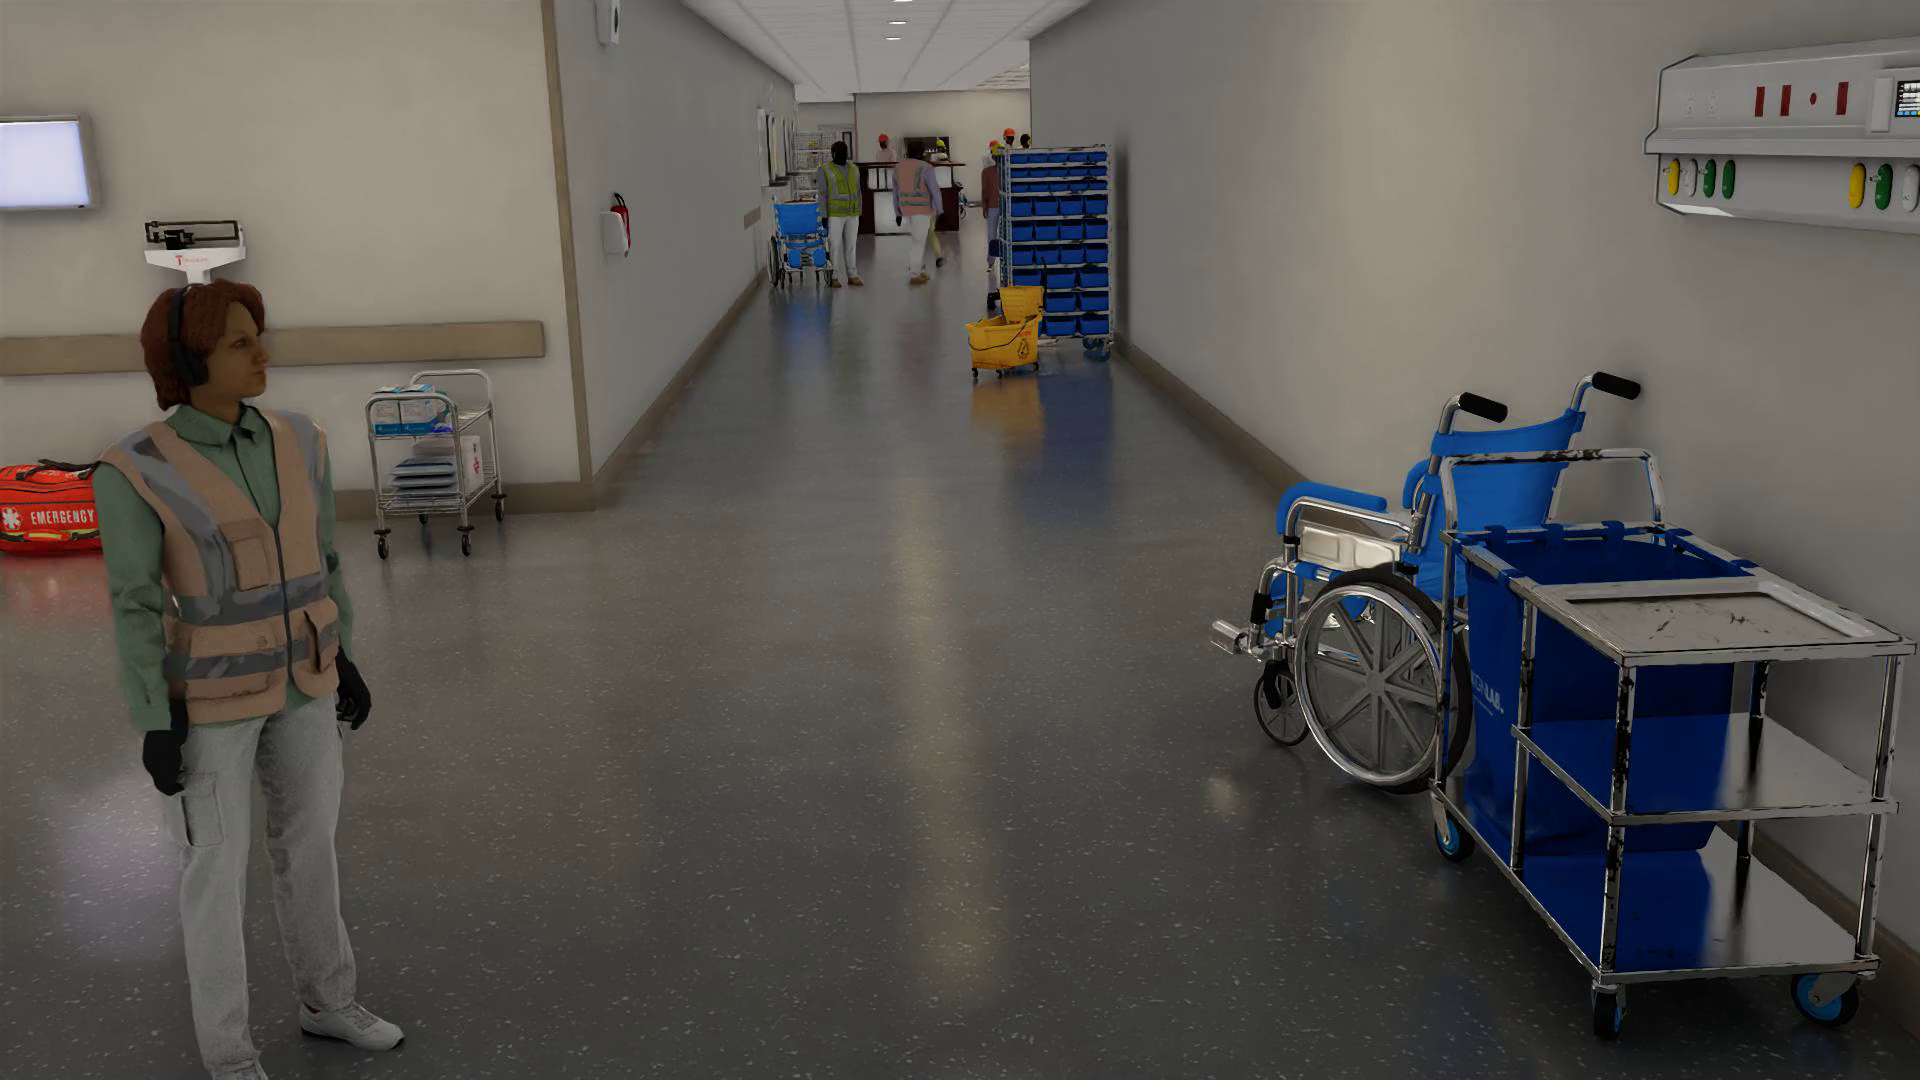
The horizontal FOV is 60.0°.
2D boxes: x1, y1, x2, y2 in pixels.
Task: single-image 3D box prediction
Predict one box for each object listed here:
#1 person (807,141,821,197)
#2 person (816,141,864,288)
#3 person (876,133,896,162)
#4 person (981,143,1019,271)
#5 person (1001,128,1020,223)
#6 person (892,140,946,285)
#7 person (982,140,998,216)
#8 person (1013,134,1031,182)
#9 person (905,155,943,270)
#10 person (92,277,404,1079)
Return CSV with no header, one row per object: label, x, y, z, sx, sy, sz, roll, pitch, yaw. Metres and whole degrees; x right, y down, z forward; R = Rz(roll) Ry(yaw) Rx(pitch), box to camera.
person,-3.819,-9.538,43.659,0.404,1.834,0.600,-3,14,-5
person,-1.507,-4.168,21.307,0.633,1.843,0.429,-11,16,-33
person,-1.697,-8.498,38.853,0.631,1.971,0.801,10,18,41
person,0.557,-4.589,22.978,0.521,1.758,0.349,0,14,5
person,1.043,-7.653,35.009,0.612,1.995,0.376,-11,17,-34
person,-0.484,-4.217,21.432,0.629,1.815,0.700,10,18,40
person,0.797,-8.466,38.903,0.564,1.743,0.352,-12,17,-37
person,1.301,-6.995,32.555,0.519,1.865,0.326,1,14,12
person,-0.510,-4.657,23.663,0.395,1.614,0.566,10,18,39
person,-1.400,0.313,3.287,0.306,1.645,0.522,6,15,27
